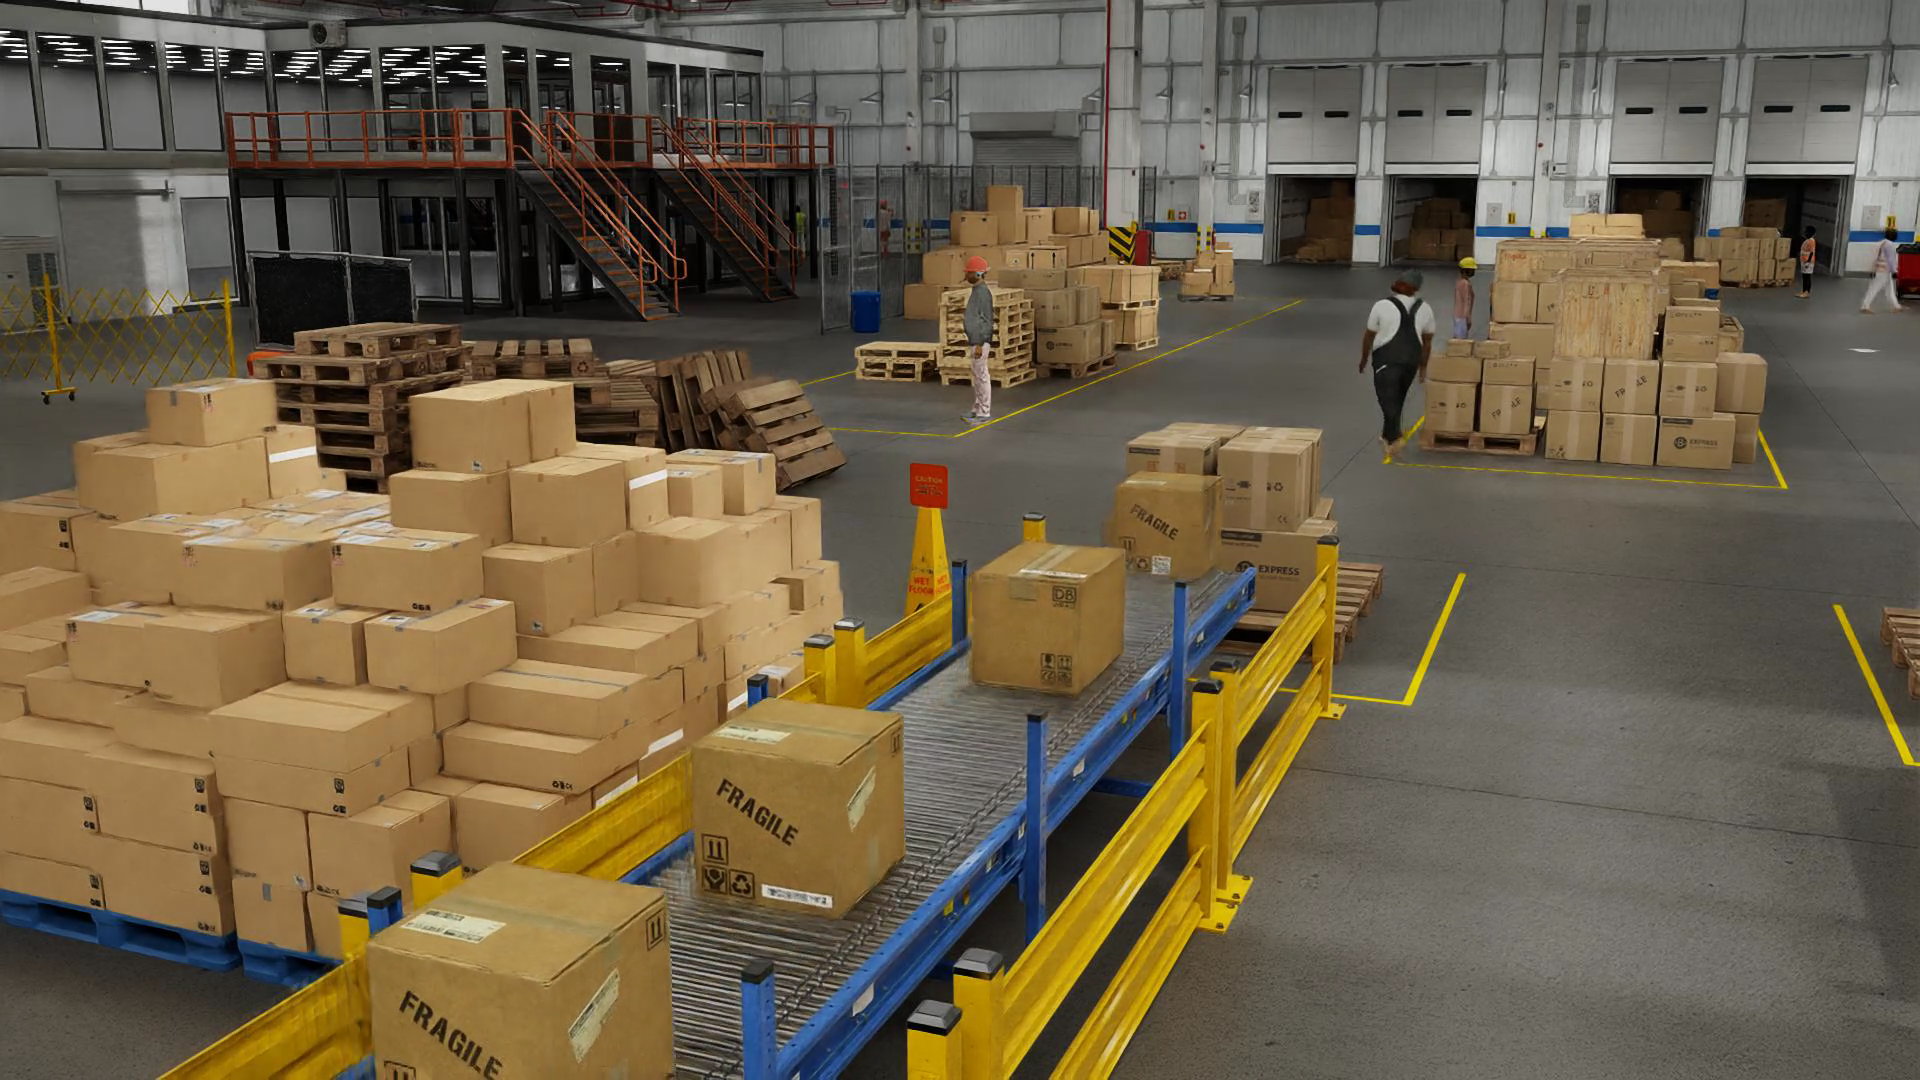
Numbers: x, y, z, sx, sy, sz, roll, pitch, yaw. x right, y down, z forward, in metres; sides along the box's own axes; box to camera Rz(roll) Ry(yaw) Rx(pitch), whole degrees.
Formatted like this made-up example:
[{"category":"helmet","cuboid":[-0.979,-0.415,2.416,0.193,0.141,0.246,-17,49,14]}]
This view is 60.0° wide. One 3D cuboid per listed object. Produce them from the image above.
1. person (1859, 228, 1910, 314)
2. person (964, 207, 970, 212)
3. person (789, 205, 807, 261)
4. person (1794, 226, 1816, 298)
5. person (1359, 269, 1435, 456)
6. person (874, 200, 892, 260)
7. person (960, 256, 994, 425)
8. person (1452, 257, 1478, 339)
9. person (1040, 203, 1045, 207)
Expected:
[{"category":"person","cuboid":[19.455,-5.625,34.878,0.972,1.791,0.623,5,13,20]},{"category":"person","cuboid":[0.192,-8.822,48.909,0.563,1.927,0.422,4,13,19]},{"category":"person","cuboid":[-5.385,-10.174,55.174,0.621,1.845,0.429,-7,14,-29]},{"category":"person","cuboid":[20.032,-6.574,39.344,0.318,1.700,0.536,2,13,11]},{"category":"person","cuboid":[4.700,-1.939,17.782,0.695,2.000,0.974,-2,13,-8]},{"category":"person","cuboid":[-2.588,-10.381,55.762,0.613,1.991,0.391,8,15,30]},{"category":"person","cuboid":[0.210,-2.377,19.852,0.380,1.995,0.611,-2,13,-8]},{"category":"person","cuboid":[7.286,-3.199,24.059,0.309,1.769,0.525,0,13,-1]},{"category":"person","cuboid":[2.668,-9.915,53.769,0.605,1.948,0.391,0,13,1]}]
